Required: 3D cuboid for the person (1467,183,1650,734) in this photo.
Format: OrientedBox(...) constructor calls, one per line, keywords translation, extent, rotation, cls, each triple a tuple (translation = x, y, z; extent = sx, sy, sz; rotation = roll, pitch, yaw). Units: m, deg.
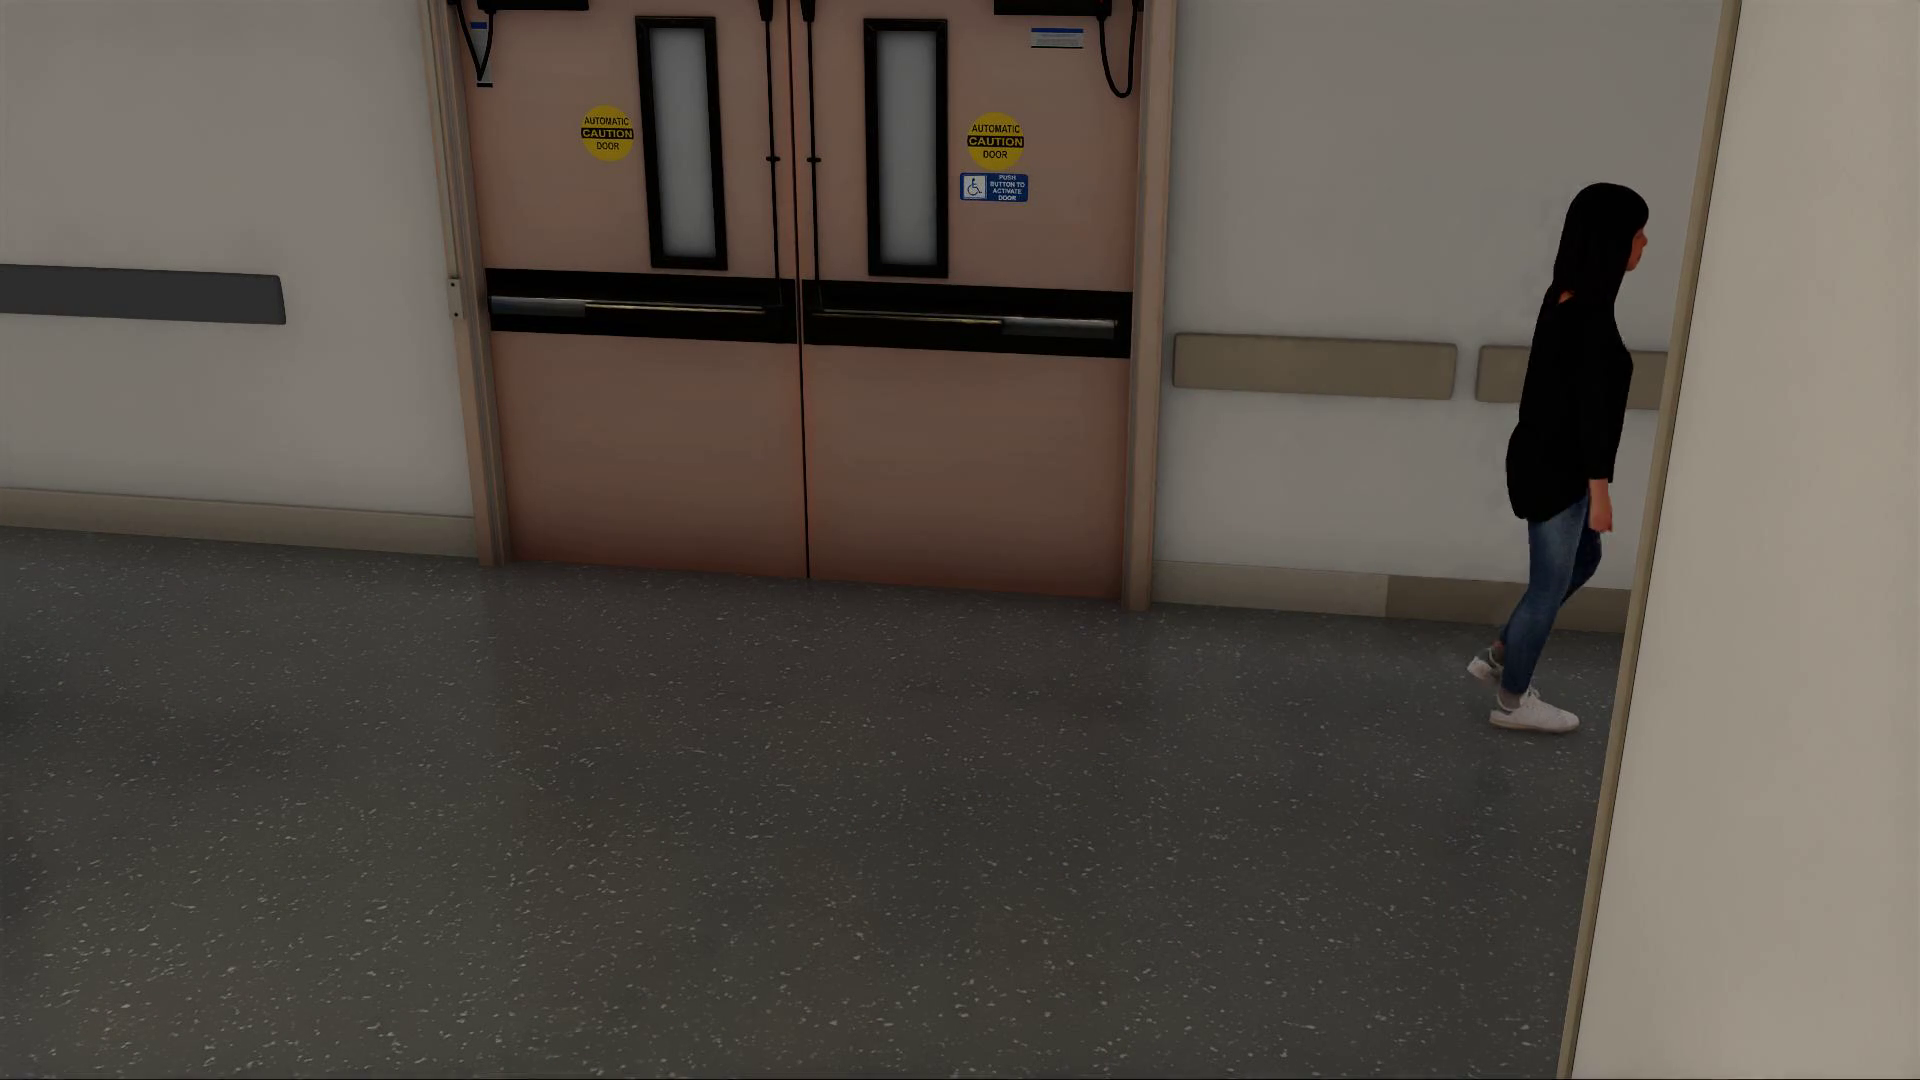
OrientedBox(translation=(1.662, -0.207, 4.818), extent=(0.592, 1.636, 0.596), rotation=(2, 21, 5), cls="person")
